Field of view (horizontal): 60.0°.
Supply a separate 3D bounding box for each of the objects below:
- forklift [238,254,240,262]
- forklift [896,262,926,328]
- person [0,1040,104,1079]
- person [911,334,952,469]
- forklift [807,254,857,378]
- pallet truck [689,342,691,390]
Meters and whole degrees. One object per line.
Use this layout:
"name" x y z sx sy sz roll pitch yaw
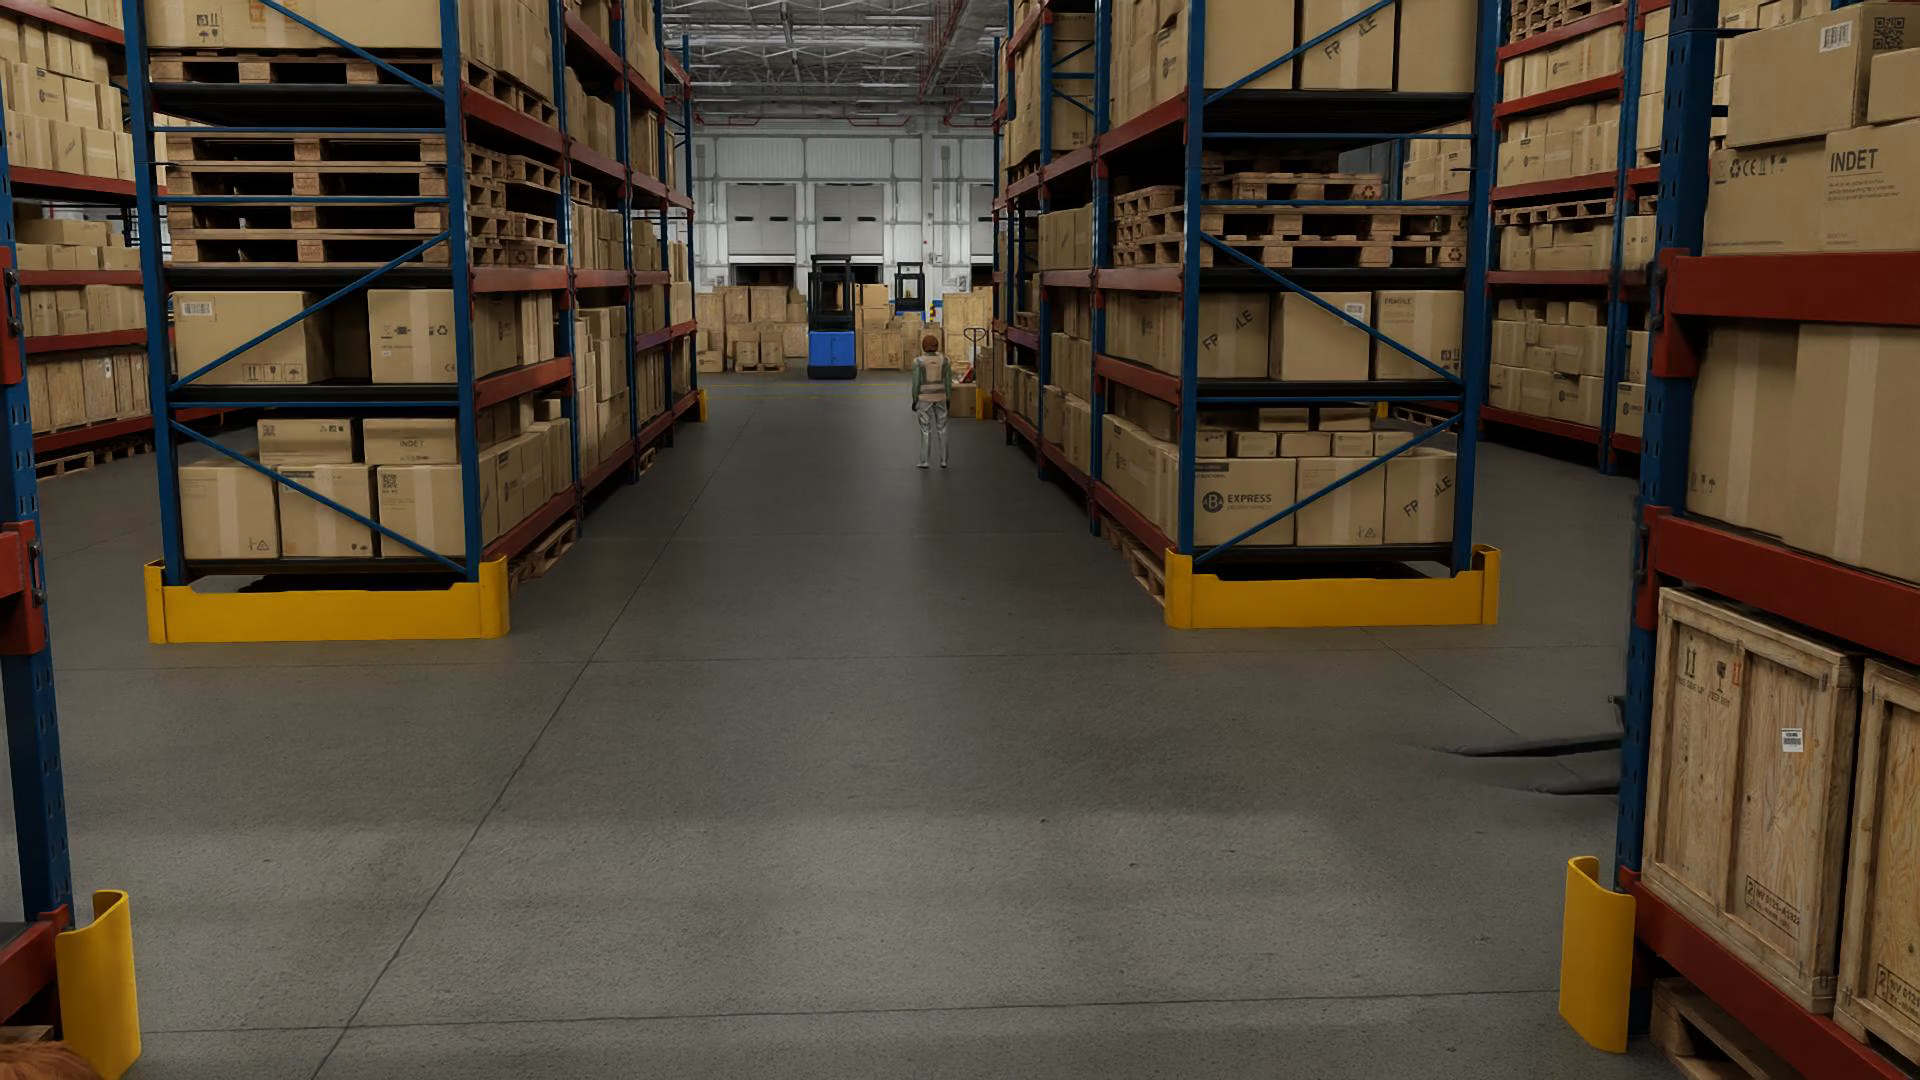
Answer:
"forklift" -16.063 -4.874 36.437 1.129 2.768 1.873 -1 9 -4
"forklift" -1.780 -8.547 59.499 1.129 2.768 1.873 -1 9 -4
"person" -0.885 1.283 1.676 0.267 1.632 0.509 -4 10 -26
"person" -0.345 -1.687 20.307 0.514 1.639 0.310 -3 10 -19
"forklift" -2.942 -5.145 38.138 1.129 2.768 1.873 -1 9 -4
"pallet truck" -5.225 -3.008 27.480 1.885 1.965 0.823 2 9 14
